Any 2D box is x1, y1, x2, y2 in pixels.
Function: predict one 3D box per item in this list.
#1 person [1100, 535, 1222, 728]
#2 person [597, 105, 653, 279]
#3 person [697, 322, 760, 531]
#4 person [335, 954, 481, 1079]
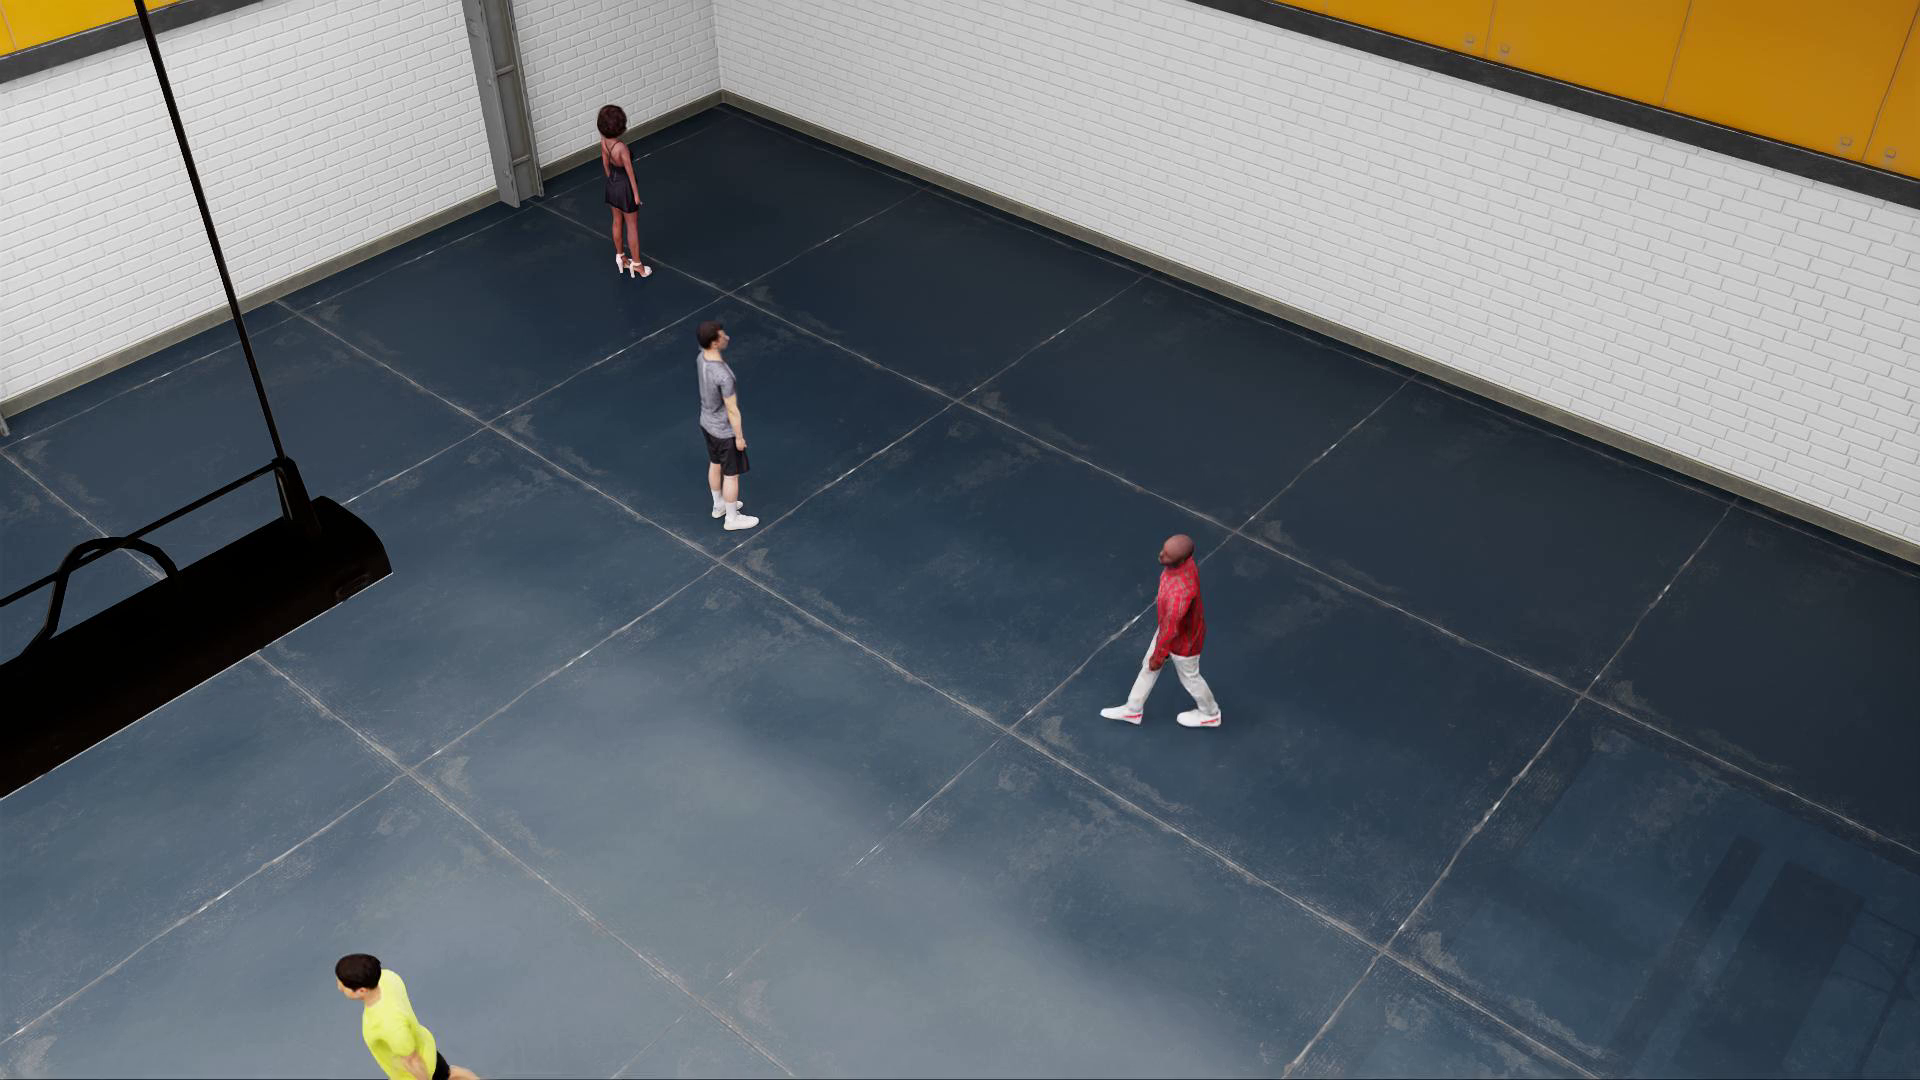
[{"bbox_3d":[1.579,0.639,11.379,1.178,1.774,1.161,5,39,6],"label":"person"},{"bbox_3d":[-3.348,-3.447,16.483,0.564,1.789,0.527,29,47,31],"label":"person"},{"bbox_3d":[-1.912,-0.921,13.254,0.648,1.873,0.716,-22,44,-25],"label":"person"},{"bbox_3d":[-2.852,2.726,8.855,1.198,1.663,0.965,-15,41,-17],"label":"person"}]
